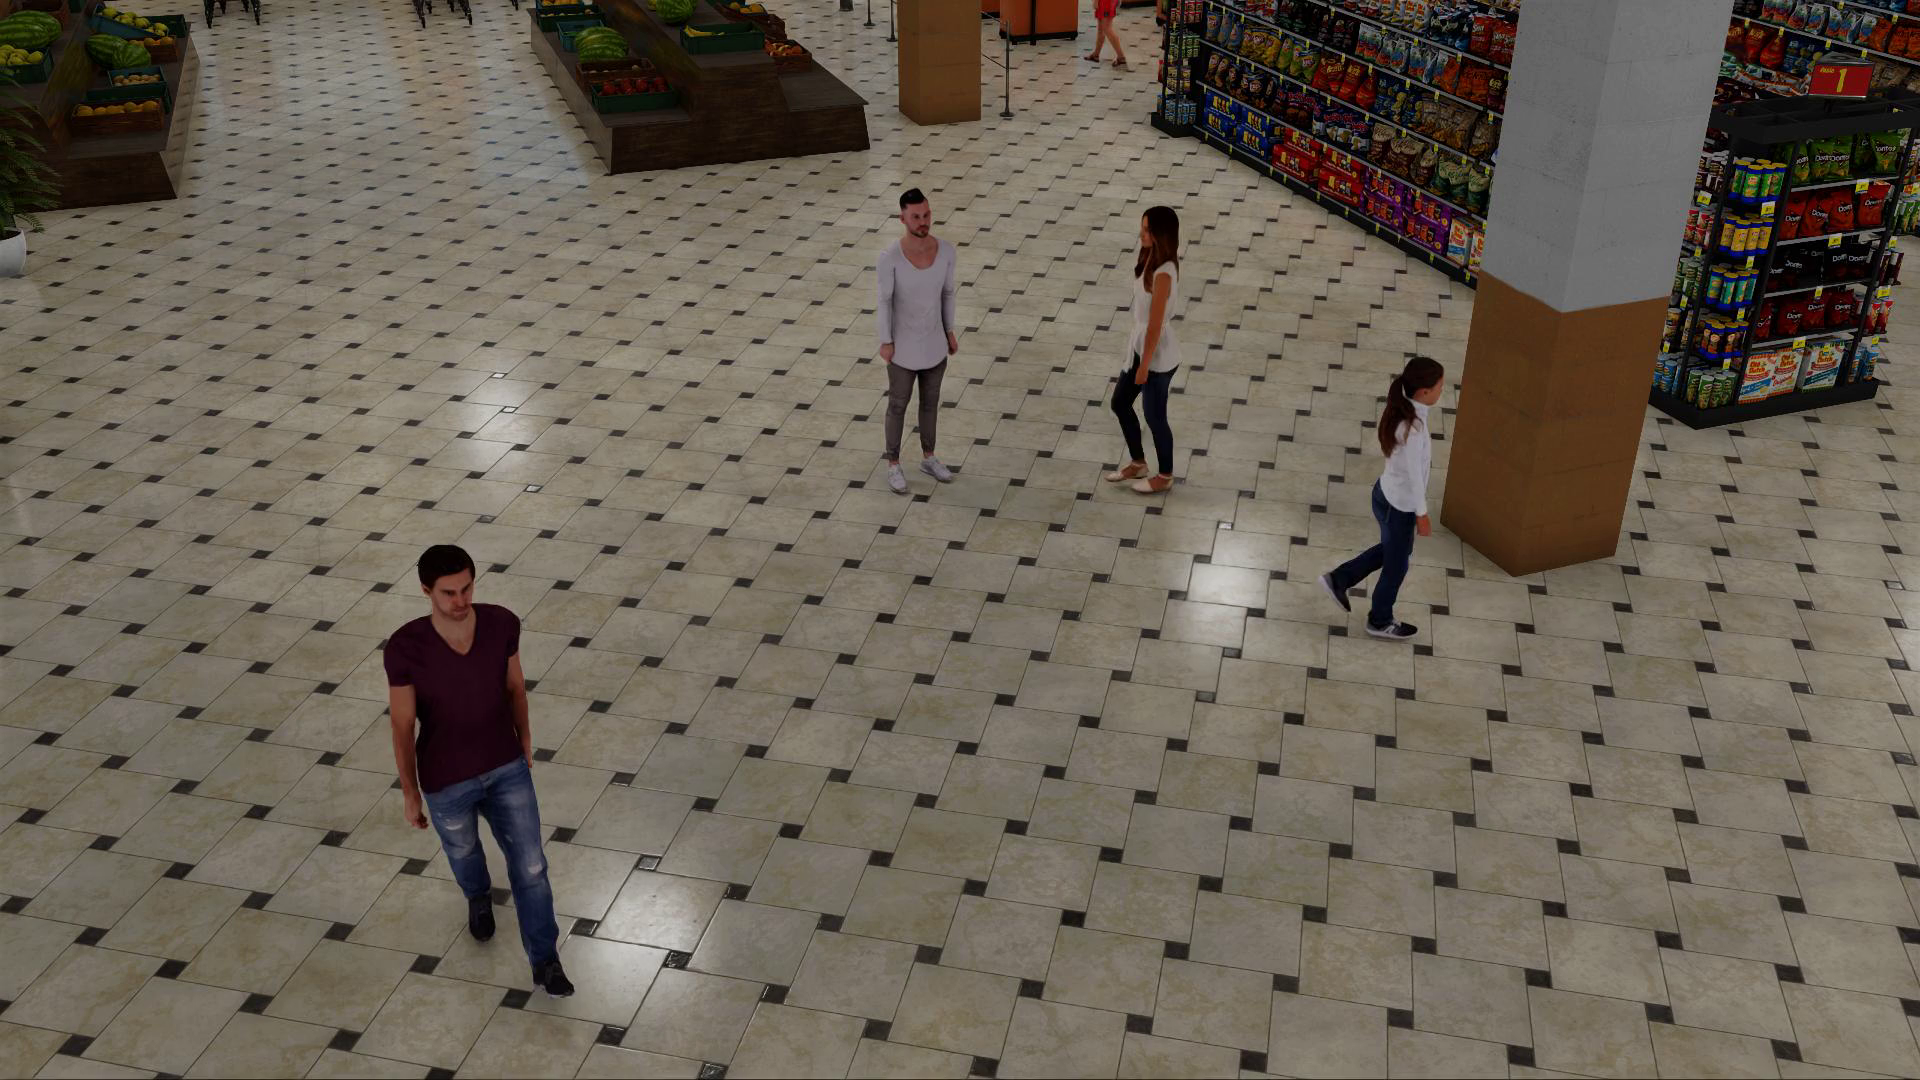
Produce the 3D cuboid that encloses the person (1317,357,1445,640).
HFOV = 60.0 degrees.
[{"bbox_3d":[2.108,-0.186,8.327,0.767,1.539,0.778,4,29,7],"label":"person"}]

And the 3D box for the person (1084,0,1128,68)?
[{"bbox_3d":[1.797,-6.363,19.609,1.005,1.570,0.839,22,36,35],"label":"person"}]

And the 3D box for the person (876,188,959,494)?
[{"bbox_3d":[-0.262,-1.195,9.863,0.688,1.840,0.600,-14,32,-24],"label":"person"}]

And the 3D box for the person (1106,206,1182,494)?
[{"bbox_3d":[1.218,-1.084,9.731,0.737,1.770,0.627,-4,29,-7],"label":"person"}]

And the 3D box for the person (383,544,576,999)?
[{"bbox_3d":[-1.859,0.802,6.239,0.769,1.808,1.120,-13,31,-23],"label":"person"}]
